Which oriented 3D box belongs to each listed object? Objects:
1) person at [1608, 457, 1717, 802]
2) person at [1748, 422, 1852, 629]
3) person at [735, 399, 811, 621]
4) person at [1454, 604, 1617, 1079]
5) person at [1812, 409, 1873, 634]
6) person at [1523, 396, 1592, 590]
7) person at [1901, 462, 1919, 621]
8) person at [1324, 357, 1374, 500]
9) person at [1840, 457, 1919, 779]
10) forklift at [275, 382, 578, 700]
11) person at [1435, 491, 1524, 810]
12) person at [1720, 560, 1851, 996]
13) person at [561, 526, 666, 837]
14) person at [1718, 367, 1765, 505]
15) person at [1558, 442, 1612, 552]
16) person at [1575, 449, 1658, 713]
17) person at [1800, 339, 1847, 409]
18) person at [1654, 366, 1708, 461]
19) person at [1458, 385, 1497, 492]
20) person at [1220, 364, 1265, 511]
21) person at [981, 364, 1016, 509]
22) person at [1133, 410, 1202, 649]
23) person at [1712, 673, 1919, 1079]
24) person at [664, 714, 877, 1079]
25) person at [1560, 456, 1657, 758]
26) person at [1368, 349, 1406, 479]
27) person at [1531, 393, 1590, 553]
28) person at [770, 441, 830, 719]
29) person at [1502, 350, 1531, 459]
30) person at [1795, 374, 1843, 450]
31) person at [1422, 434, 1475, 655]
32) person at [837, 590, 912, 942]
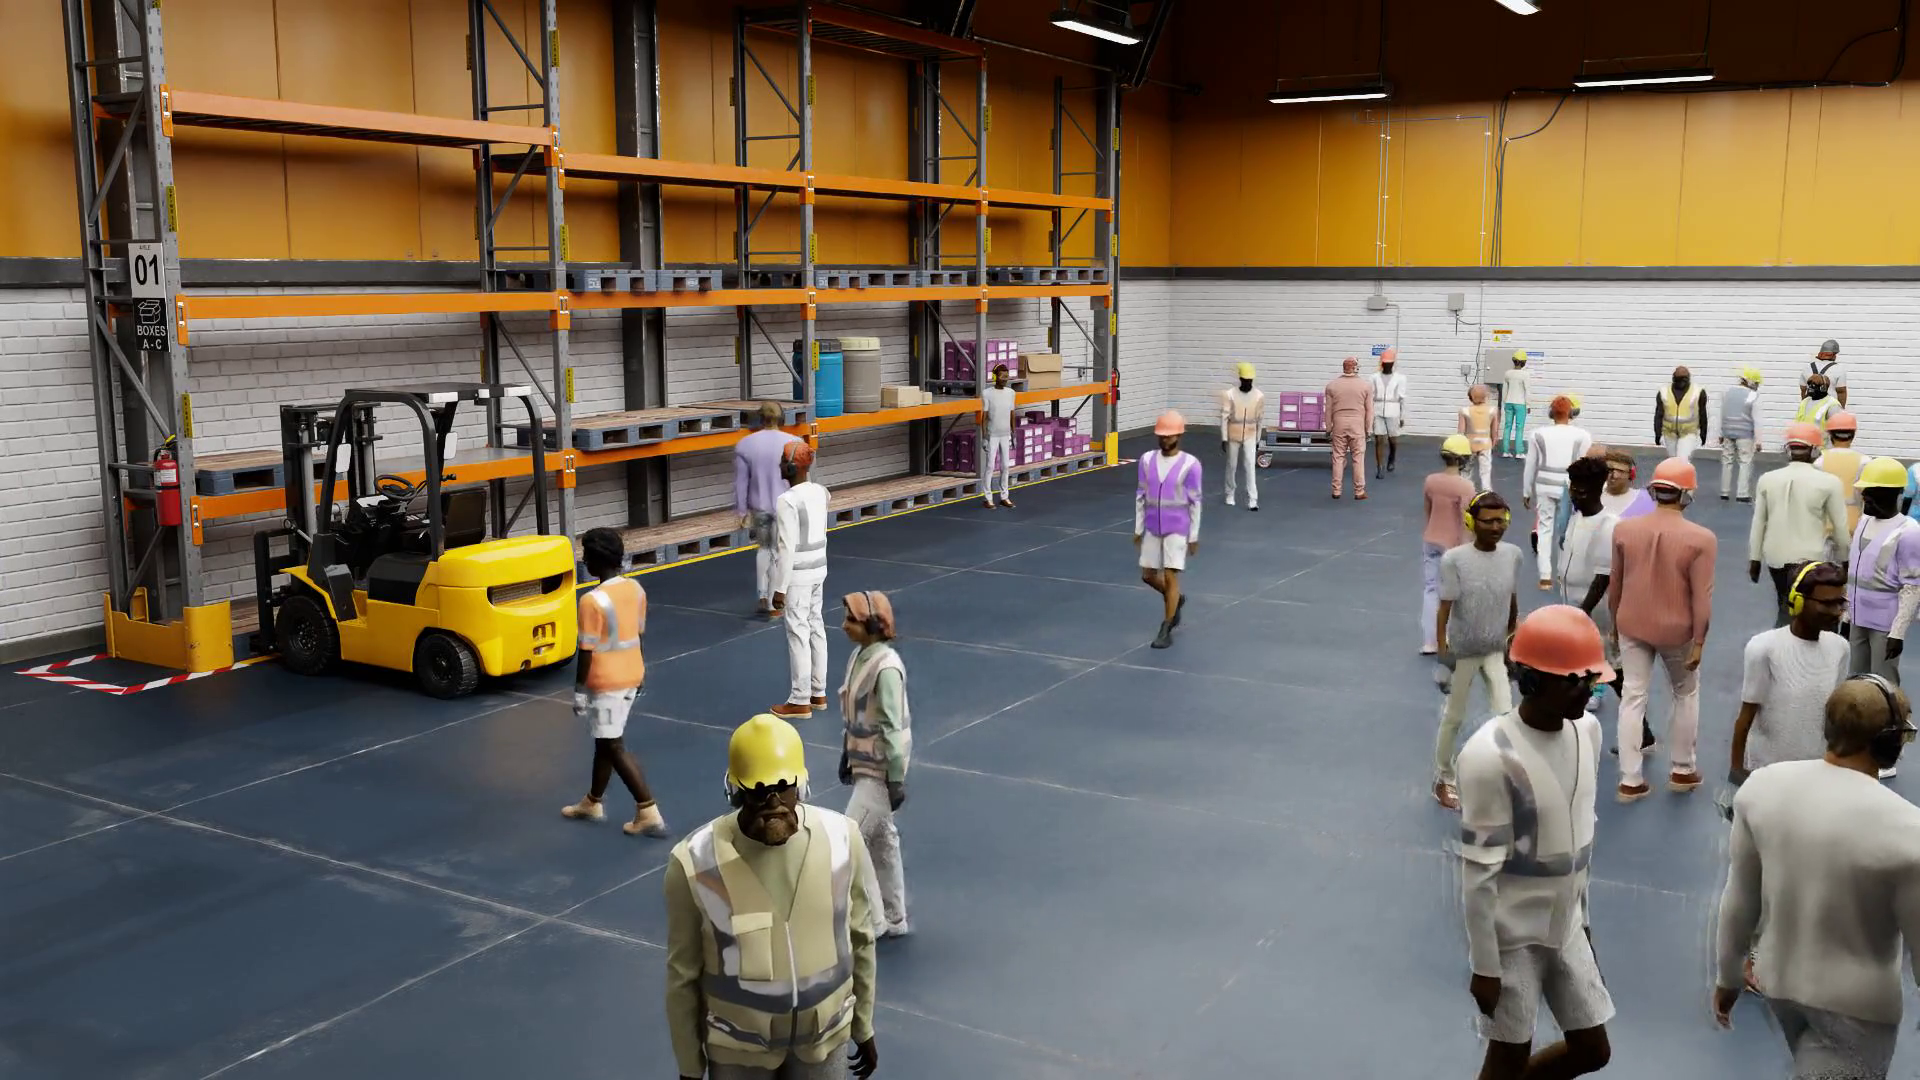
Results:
[{"bbox_3d":[4.052,0.502,9.595,0.627,1.963,0.813,8,12,40],"label":"person"},{"bbox_3d":[6.093,0.117,12.090,1.045,1.941,0.629,-6,11,-34],"label":"person"},{"bbox_3d":[-1.600,-0.270,14.523,0.647,1.919,0.574,2,9,11],"label":"person"},{"bbox_3d":[1.768,1.186,5.125,0.642,2.026,0.445,-6,11,-32],"label":"person"},{"bbox_3d":[7.107,-0.098,13.491,0.553,1.913,0.649,4,10,24],"label":"person"},{"bbox_3d":[5.700,-0.452,15.893,0.600,1.855,0.814,4,10,23],"label":"person"},{"bbox_3d":[8.533,-0.152,14.560,0.537,1.665,0.766,6,11,35],"label":"person"},{"bbox_3d":[5.194,-1.489,22.199,0.643,1.905,0.400,4,10,23],"label":"person"},{"bbox_3d":[5.457,0.466,9.920,0.368,1.927,0.587,-1,9,-4],"label":"person"},{"bbox_3d":[-3.974,-0.067,12.417,2.313,2.155,1.214,5,11,30],"label":"forklift"},{"bbox_3d":[2.863,0.655,9.070,0.556,1.819,0.922,-2,9,-10],"label":"person"},{"bbox_3d":[3.433,0.994,6.874,0.565,1.845,0.428,-3,10,-18],"label":"person"},{"bbox_3d":[-1.877,0.755,8.917,0.713,1.674,0.542,3,10,18],"label":"person"},{"bbox_3d":[10.223,-1.356,21.735,0.408,1.792,0.668,-5,10,-29],"label":"person"},{"bbox_3d":[5.220,0.001,13.775,0.521,1.617,0.504,4,10,24],"label":"person"},{"bbox_3d":[4.585,0.250,11.624,0.585,1.815,0.842,5,11,31],"label":"person"},{"bbox_3d":[12.880,-1.964,24.734,0.538,2.000,0.685,-6,11,-31],"label":"person"},{"bbox_3d":[9.524,-1.405,22.045,0.642,1.780,0.965,7,12,38],"label":"person"},{"bbox_3d":[6.534,-1.144,20.967,0.515,1.604,0.803,1,9,4],"label":"person"},{"bbox_3d":[3.614,-1.330,21.339,0.593,1.871,0.983,0,9,-3],"label":"person"},{"bbox_3d":[0.498,-1.324,21.314,0.515,1.861,0.322,-5,10,-29],"label":"person"},{"bbox_3d":[1.704,-0.105,13.510,0.567,1.922,0.638,6,11,32],"label":"person"},{"bbox_3d":[2.608,1.307,4.802,1.017,1.883,0.641,-4,10,-22],"label":"person"},{"bbox_3d":[-0.515,1.366,4.637,0.596,1.826,0.403,-3,10,-20],"label":"person"},{"bbox_3d":[3.864,0.429,10.234,1.045,1.905,0.606,-2,9,-12],"label":"person"},{"bbox_3d":[6.288,-1.866,24.520,0.550,1.918,0.630,3,10,20],"label":"person"},{"bbox_3d":[6.416,-0.694,17.739,0.713,1.746,0.528,-8,12,-41],"label":"person"},{"bbox_3d":[-1.090,0.268,11.294,0.355,1.884,0.575,4,10,23],"label":"person"},{"bbox_3d":[9.060,-2.198,27.046,0.321,1.769,0.523,-6,11,-33],"label":"person"},{"bbox_3d":[9.991,-1.024,19.491,0.429,1.844,0.627,-2,9,-14],"label":"person"},{"bbox_3d":[3.846,0.047,13.080,0.456,1.752,0.525,-6,11,-34],"label":"person"},{"bbox_3d":[-0.435,1.025,7.364,0.490,1.621,0.546,-3,10,-17],"label":"person"}]
